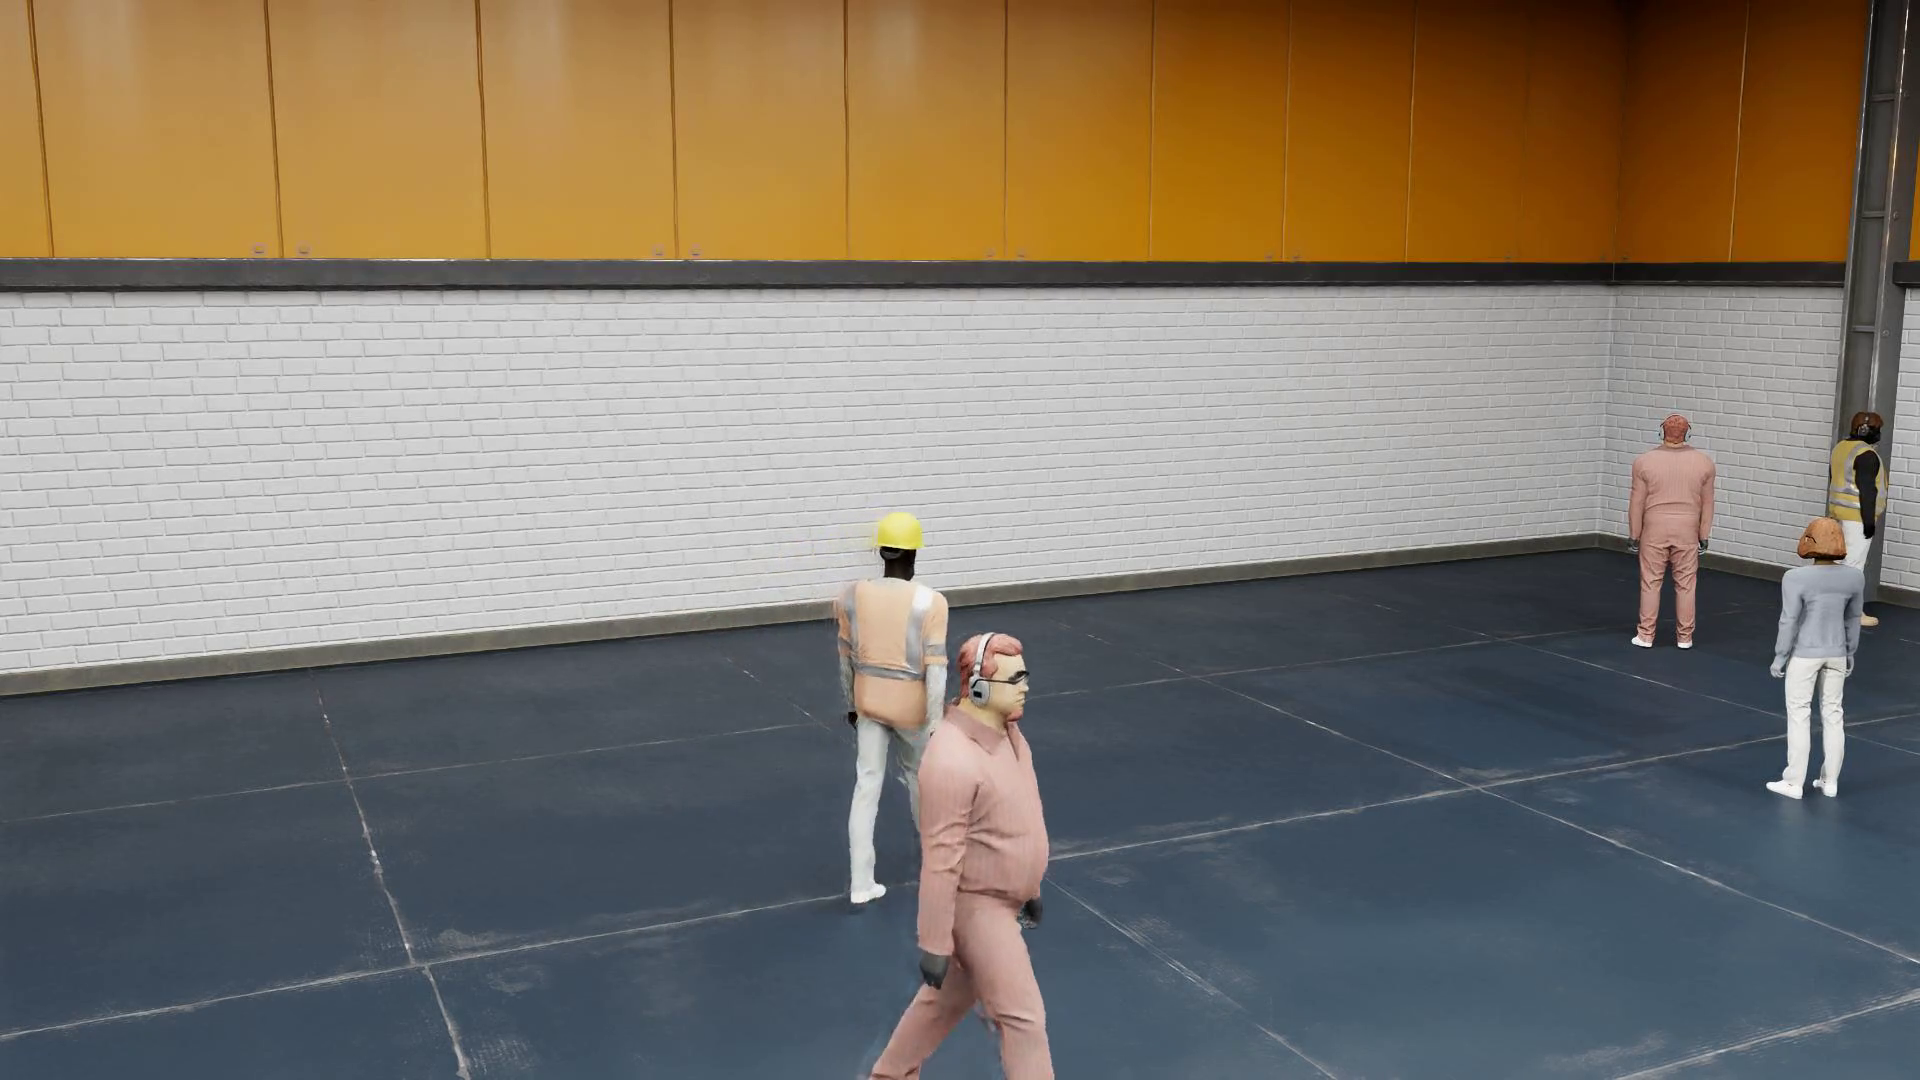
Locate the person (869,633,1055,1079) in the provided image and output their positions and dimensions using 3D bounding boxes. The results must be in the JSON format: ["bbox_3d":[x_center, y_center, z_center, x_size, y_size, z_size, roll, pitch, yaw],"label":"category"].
[{"bbox_3d":[0.059,1.214,5.604,0.977,1.865,0.659,3,10,16],"label":"person"}]

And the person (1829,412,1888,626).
[{"bbox_3d":[7.759,-0.192,14.394,0.430,1.839,0.619,1,9,5],"label":"person"}]

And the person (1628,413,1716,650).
[{"bbox_3d":[5.696,-0.061,13.366,0.639,1.908,0.409,2,9,12],"label":"person"}]

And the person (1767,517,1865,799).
[{"bbox_3d":[4.933,0.682,9.596,0.507,1.632,0.275,-1,9,-7],"label":"person"}]

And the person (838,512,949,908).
[{"bbox_3d":[-0.316,0.794,8.155,0.608,1.871,0.983,4,10,21],"label":"person"}]
